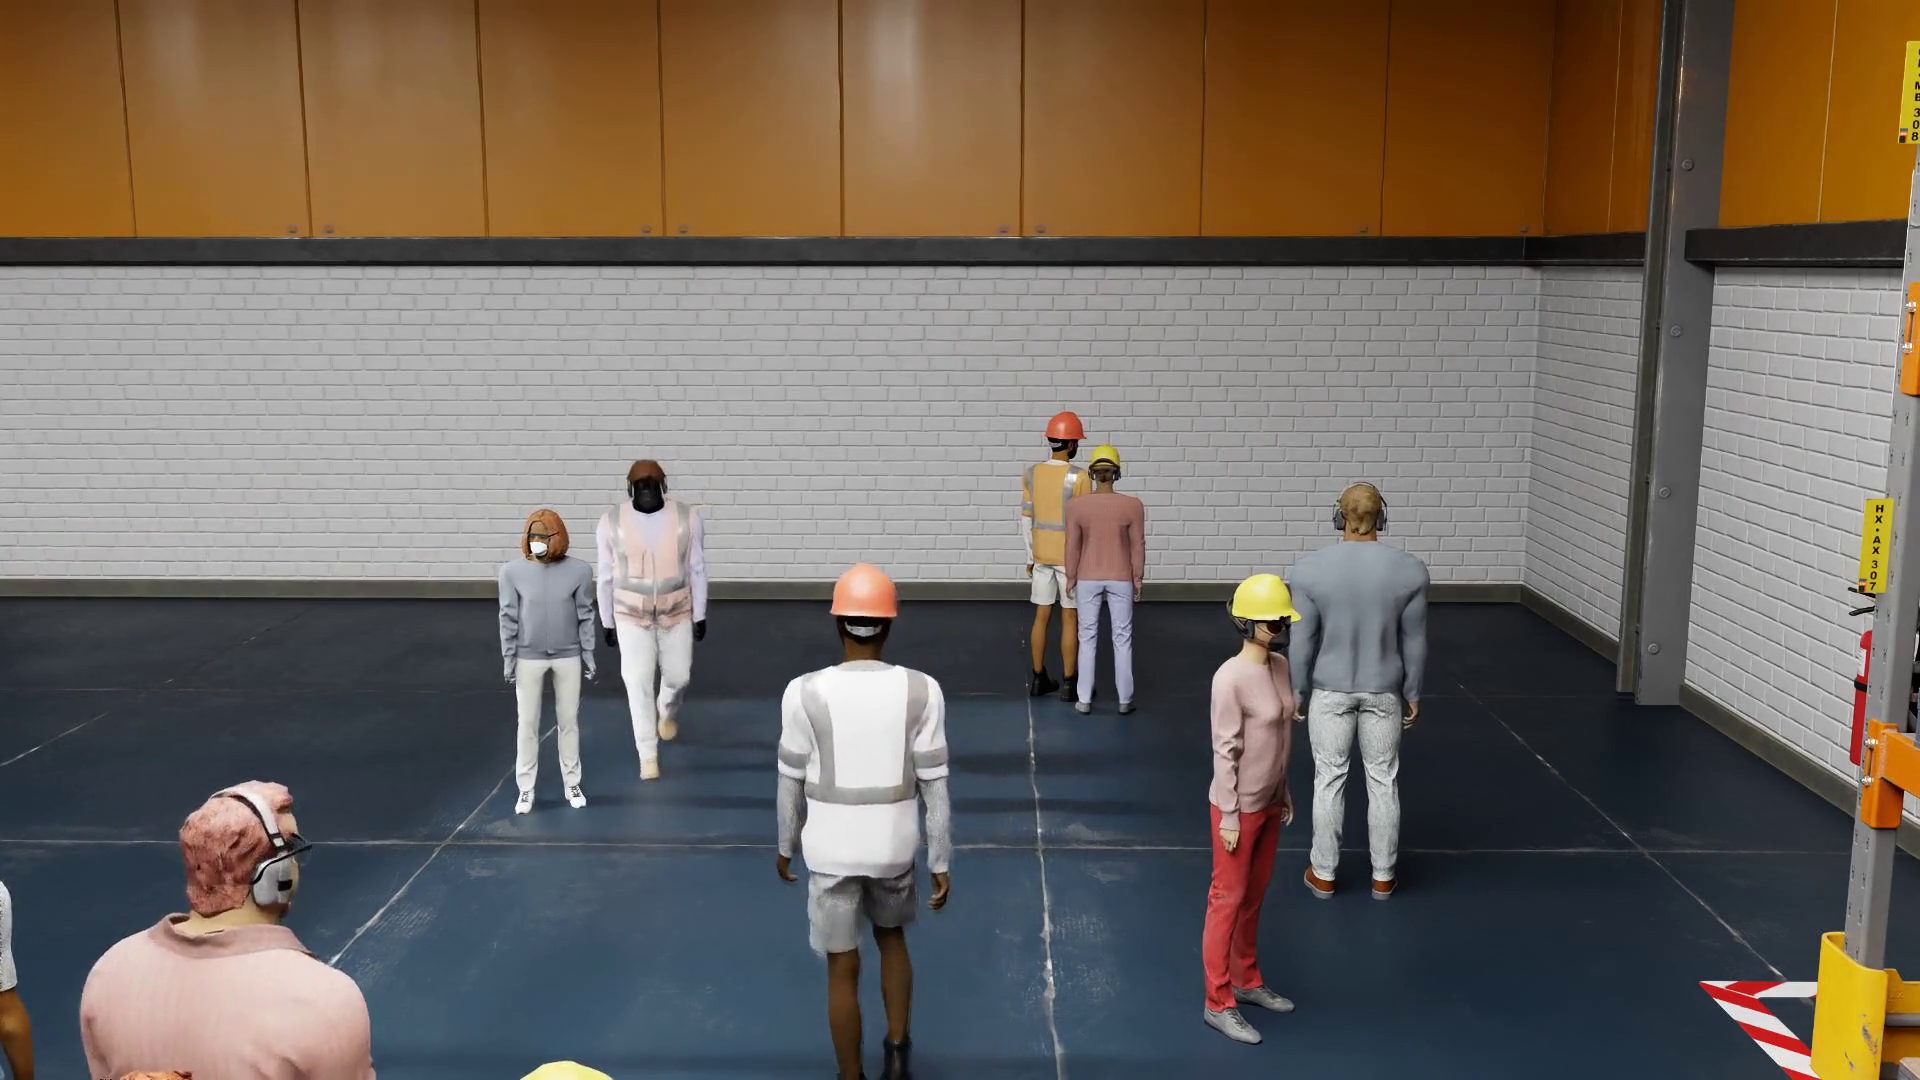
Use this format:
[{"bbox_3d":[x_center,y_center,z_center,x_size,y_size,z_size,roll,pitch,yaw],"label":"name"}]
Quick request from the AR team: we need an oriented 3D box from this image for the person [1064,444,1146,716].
[{"bbox_3d":[0.934,0.263,10.743,0.522,1.761,0.321,1,10,6],"label":"person"}]

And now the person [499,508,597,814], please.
[{"bbox_3d":[-2.188,0.638,8.868,0.501,1.631,0.285,-3,10,-17],"label":"person"}]

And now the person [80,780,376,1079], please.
[{"bbox_3d":[-1.414,1.421,3.381,0.667,1.904,0.400,3,10,16],"label":"person"}]

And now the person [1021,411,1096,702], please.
[{"bbox_3d":[0.682,0.108,11.134,0.552,1.935,0.370,7,12,38],"label":"person"}]

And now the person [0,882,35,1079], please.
[{"bbox_3d":[-2.387,1.358,3.846,0.518,1.874,0.326,-3,10,-15],"label":"person"}]

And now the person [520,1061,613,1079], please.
[{"bbox_3d":[-0.544,1.618,2.403,0.590,1.833,0.404,-4,10,-23],"label":"person"}]

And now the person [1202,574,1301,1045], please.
[{"bbox_3d":[1.121,0.997,6.322,0.312,1.769,0.522,7,12,34],"label":"person"}]

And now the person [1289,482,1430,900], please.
[{"bbox_3d":[1.811,0.697,7.621,0.628,1.935,0.373,1,10,7],"label":"person"}]

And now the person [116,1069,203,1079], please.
[{"bbox_3d":[-1.062,1.611,2.301,0.575,1.882,0.359,3,10,15],"label":"person"}]

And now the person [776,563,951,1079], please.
[{"bbox_3d":[-0.331,1.037,5.632,0.559,1.914,0.495,-2,10,-13],"label":"person"}]

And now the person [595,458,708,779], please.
[{"bbox_3d":[-1.782,0.416,9.618,0.631,1.826,0.673,-3,10,-15],"label":"person"}]
